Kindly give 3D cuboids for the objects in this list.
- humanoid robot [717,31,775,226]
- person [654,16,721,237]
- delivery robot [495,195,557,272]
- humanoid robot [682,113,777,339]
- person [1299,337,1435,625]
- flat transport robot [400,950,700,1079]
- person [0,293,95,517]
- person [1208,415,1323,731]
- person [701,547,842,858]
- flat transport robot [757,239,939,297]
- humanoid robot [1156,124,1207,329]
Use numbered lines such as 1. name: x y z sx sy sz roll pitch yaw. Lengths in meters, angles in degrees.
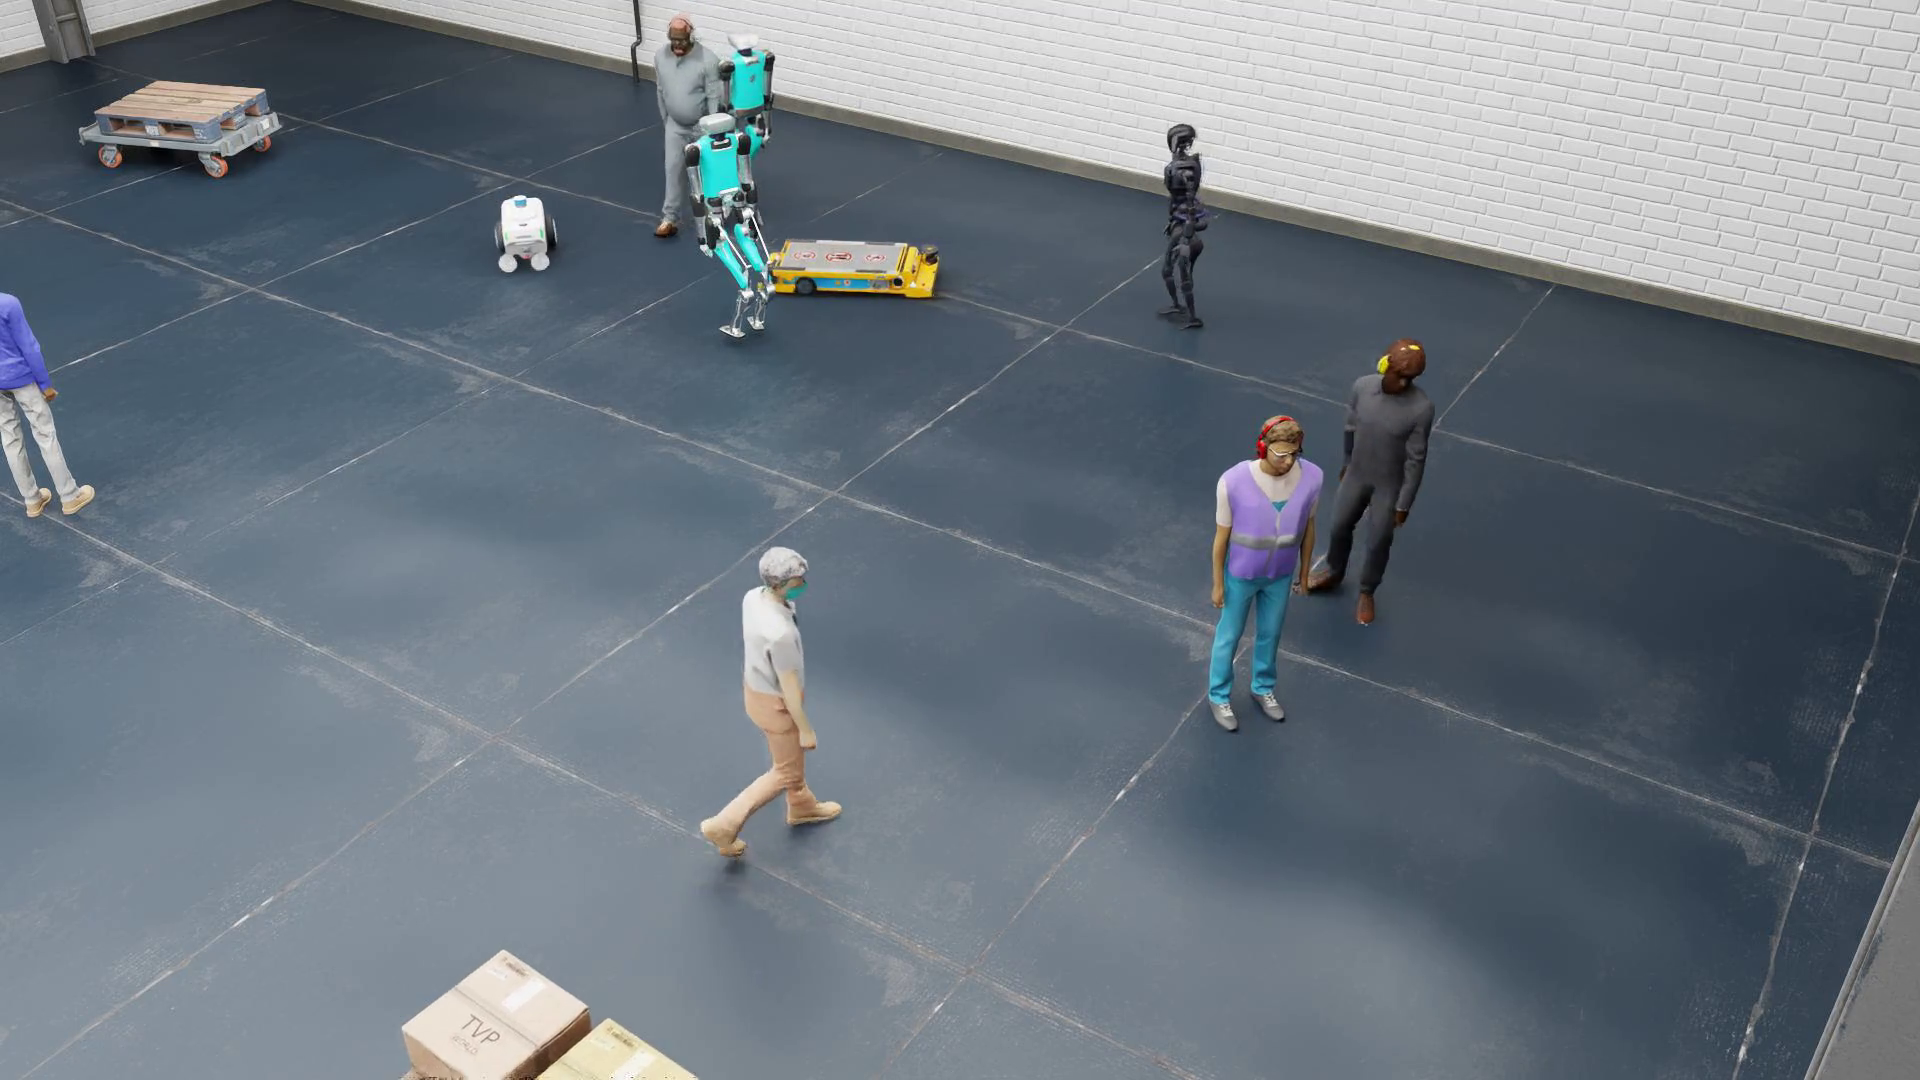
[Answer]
1. humanoid robot: -1.968 -3.568 14.468 0.530 1.790 0.813 -24 40 -32
2. person: -2.347 -3.516 14.248 0.660 1.869 0.872 8 34 13
3. delivery robot: -3.698 -2.626 14.073 0.524 0.589 0.761 -8 34 -12
4. humanoid robot: -1.634 -2.273 12.317 0.533 1.671 0.735 -20 38 -28
5. person: 2.321 -0.348 9.342 0.599 1.842 0.441 24 40 32
6. flat transport robot: -1.639 2.517 6.339 0.659 0.231 1.431 22 39 30
7. person: -5.885 -0.996 10.327 0.459 1.873 0.341 -2 33 -4
8. person: 1.543 0.154 8.572 0.557 1.837 0.390 -7 33 -11
9. person: -0.910 0.767 7.725 0.660 1.718 0.506 -9 34 -13
10. flat transport robot: -0.914 -2.241 13.743 1.431 0.231 0.659 3 33 4
11. humanoid robot: 1.723 -2.369 12.649 0.420 1.644 0.594 -4 33 -6
